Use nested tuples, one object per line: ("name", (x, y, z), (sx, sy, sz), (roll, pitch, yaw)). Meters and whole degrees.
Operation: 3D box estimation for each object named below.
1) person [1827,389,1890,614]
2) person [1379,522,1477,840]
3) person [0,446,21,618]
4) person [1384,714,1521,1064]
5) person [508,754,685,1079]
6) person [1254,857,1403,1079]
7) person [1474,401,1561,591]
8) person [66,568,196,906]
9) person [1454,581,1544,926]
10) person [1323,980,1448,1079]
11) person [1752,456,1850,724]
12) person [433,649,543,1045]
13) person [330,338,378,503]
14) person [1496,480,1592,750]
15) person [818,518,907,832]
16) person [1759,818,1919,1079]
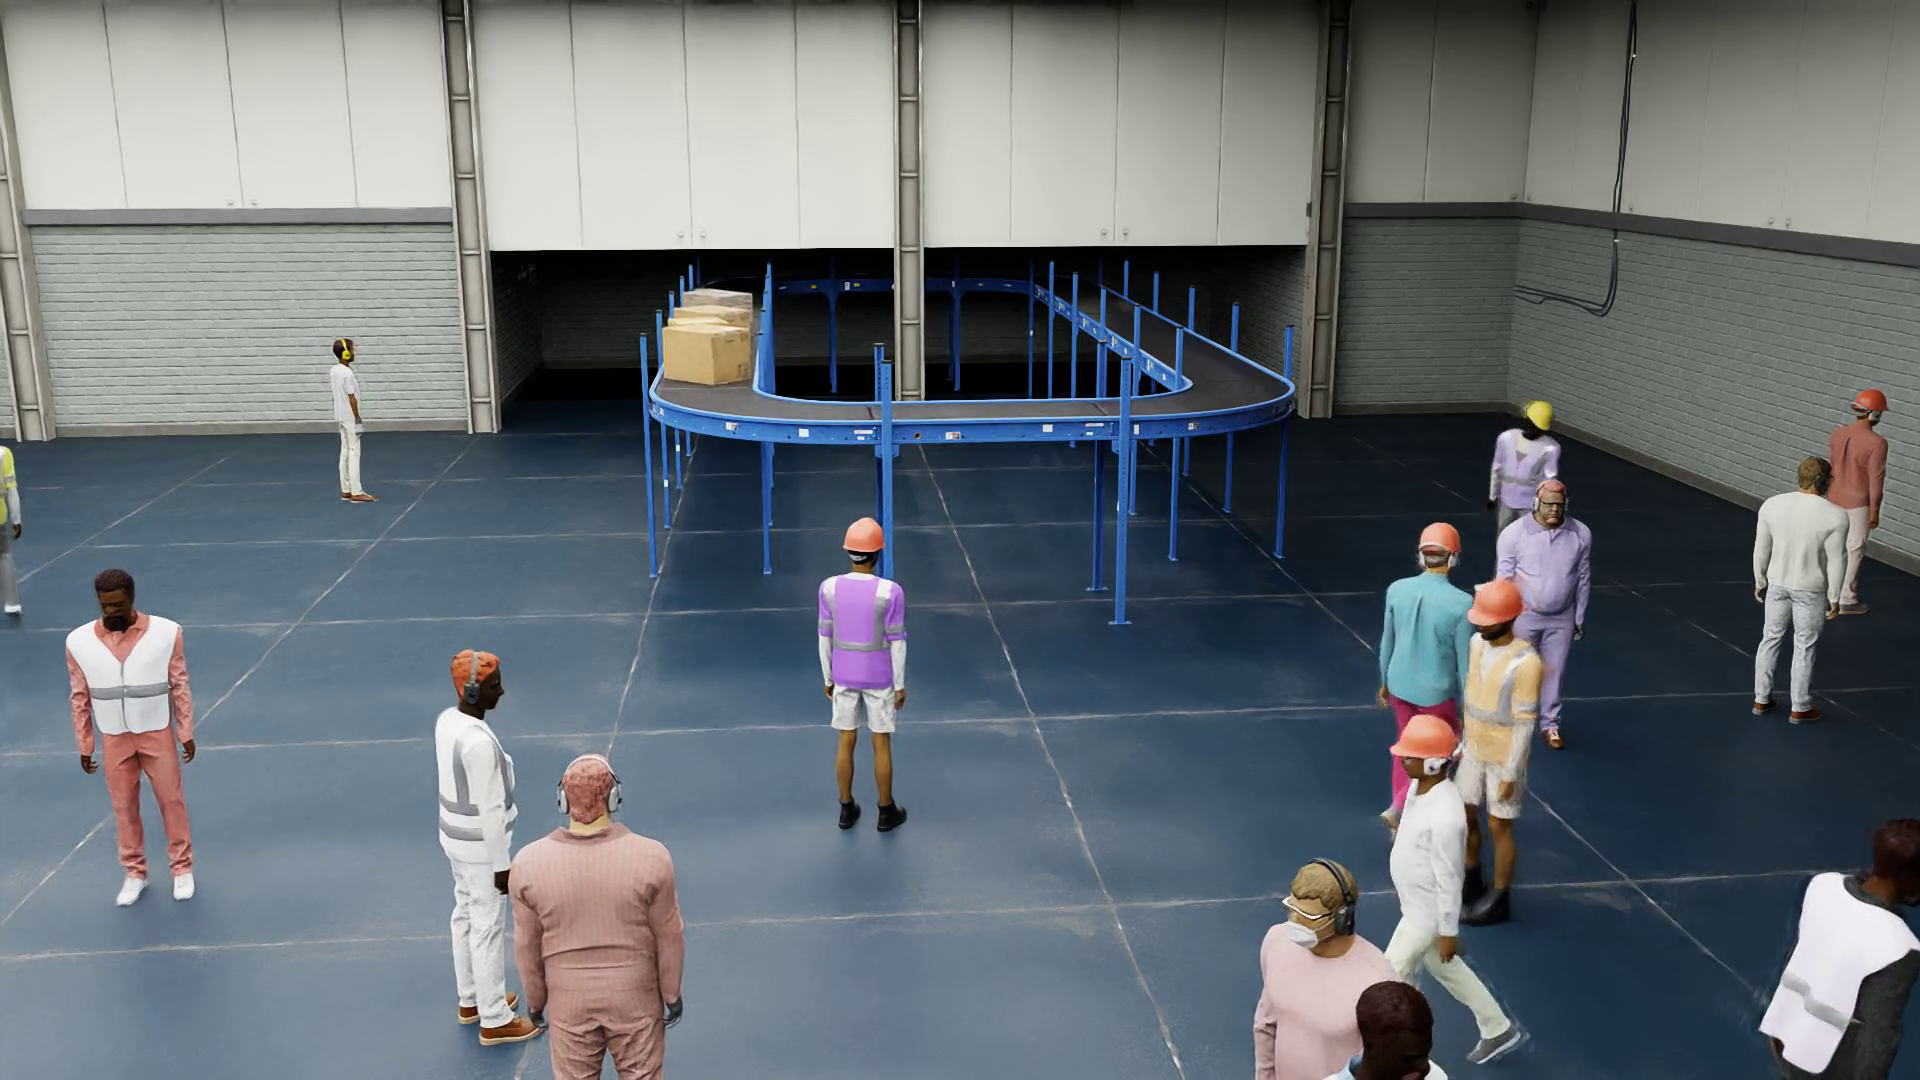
("person", (7.874, -0.342, 14.637), (0.406, 1.985, 0.619), (-3, 14, -13))
("person", (2.720, 0.878, 9.796), (0.583, 1.961, 0.656), (-11, 18, -37))
("person", (-8.421, -0.214, 14.302), (0.589, 1.903, 0.720), (-9, 17, -32))
("person", (2.141, 1.593, 7.442), (0.855, 1.719, 0.577), (1, 14, 6))
("person", (-1.385, 1.741, 6.470), (0.640, 1.905, 0.410), (-1, 14, -5))
("person", (1.215, 1.956, 5.568), (0.369, 1.932, 0.623), (-9, 17, -33))
("person", (4.952, -0.342, 14.870), (0.405, 1.877, 0.761), (-13, 19, -42))
("person", (-4.536, 1.066, 9.165), (0.598, 1.910, 0.402), (-4, 15, -17))
("person", (2.821, 1.135, 8.875), (0.412, 1.915, 0.571), (-6, 15, -22))
("person", (1.164, 2.139, 4.866), (0.596, 1.911, 0.385), (-9, 17, -31))
("person", (6.015, 0.354, 11.952), (0.359, 1.936, 0.632), (-11, 18, -38))
("person", (-2.236, 1.425, 7.769), (0.355, 1.886, 0.572), (-9, 17, -33))
("person", (-6.941, -1.361, 18.947), (0.328, 1.872, 0.513), (-13, 19, -43))
("person", (3.984, 0.515, 11.397), (0.635, 1.900, 0.397), (0, 14, 0))
("person", (-0.580, 0.818, 10.090), (0.547, 1.938, 0.378), (4, 15, 15))
("person", (3.061, 1.868, 5.991), (0.671, 1.889, 0.609), (0, 14, 0))
